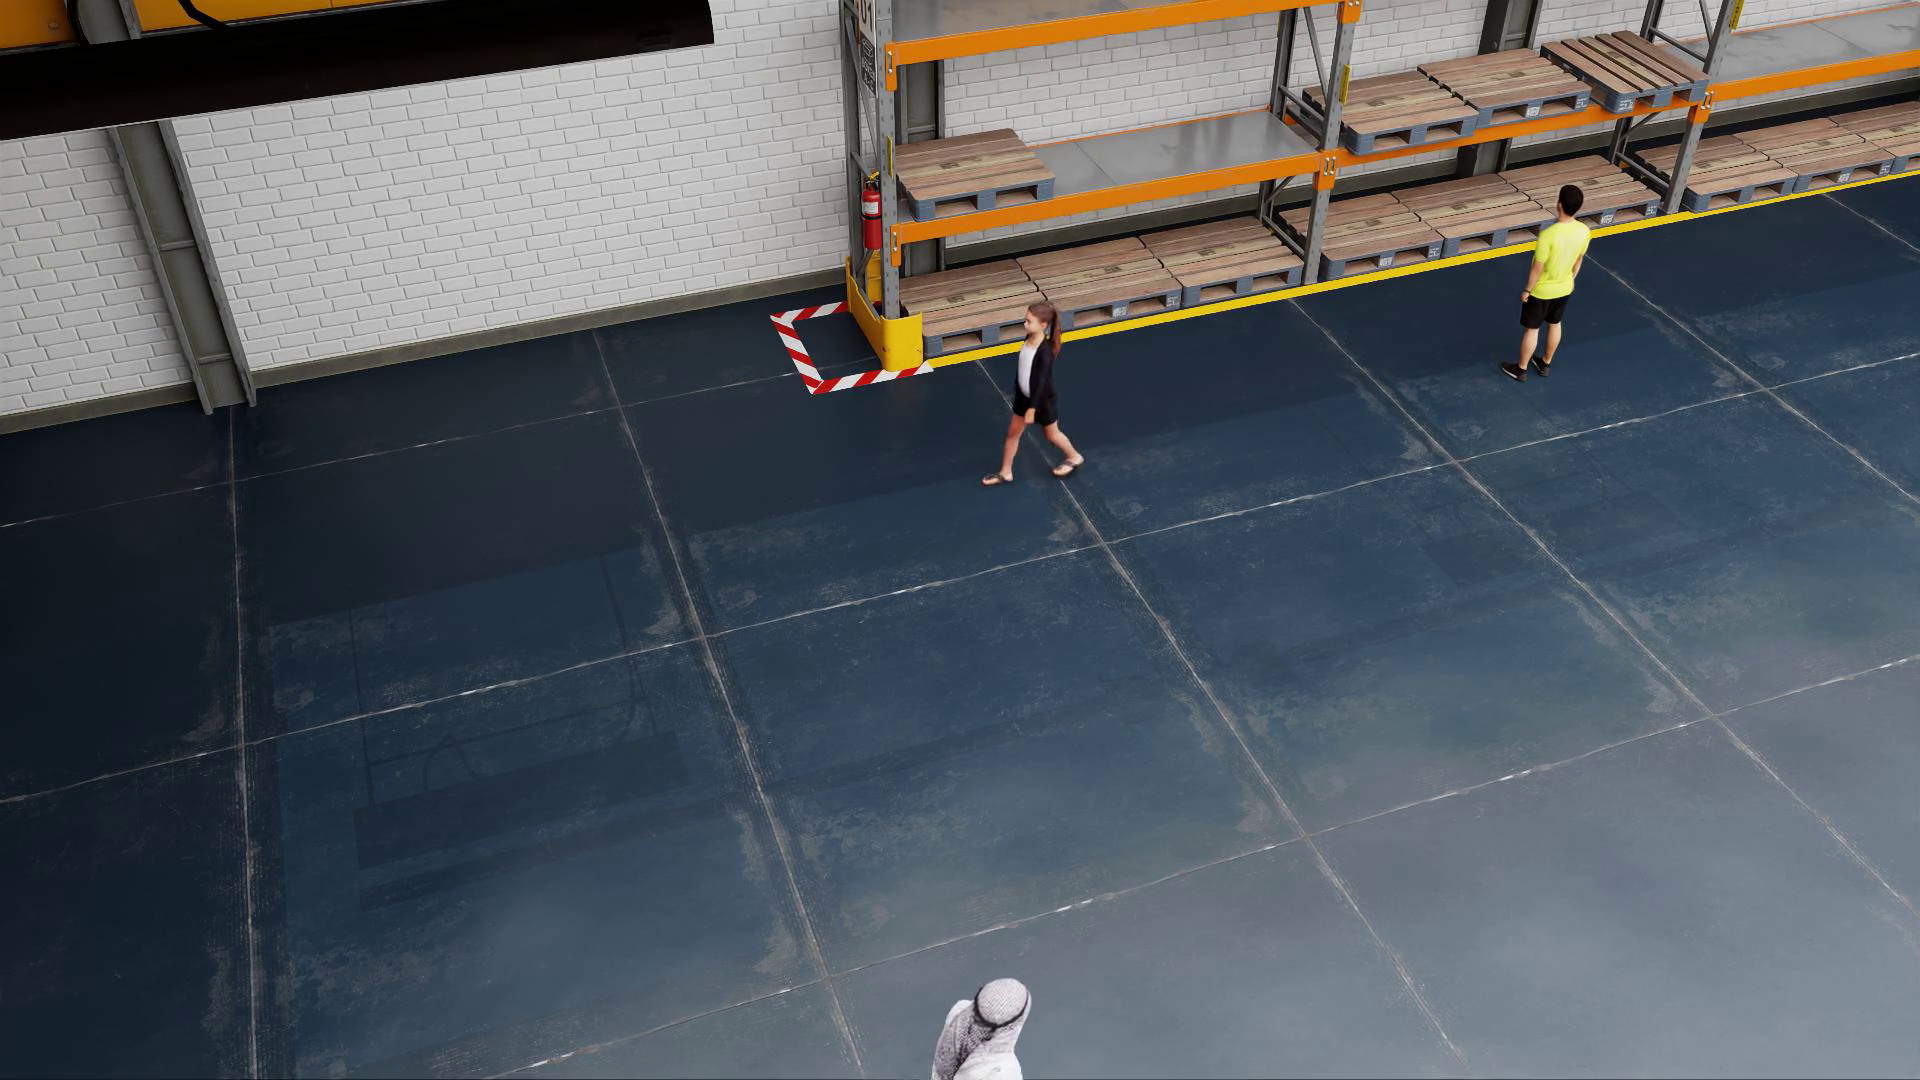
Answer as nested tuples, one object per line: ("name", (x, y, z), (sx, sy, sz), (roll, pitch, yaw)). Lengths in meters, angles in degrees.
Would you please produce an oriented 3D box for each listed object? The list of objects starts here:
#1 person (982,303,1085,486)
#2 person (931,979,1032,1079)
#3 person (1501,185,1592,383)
("person", (0.646, -1.072, 12.360), (1.056, 1.527, 0.608), (-17, 42, -20))
("person", (0.019, 2.638, 7.419), (0.998, 1.897, 0.802), (-21, 43, -24))
("person", (4.792, -2.073, 13.469), (0.472, 1.709, 0.678), (-11, 40, -14))
